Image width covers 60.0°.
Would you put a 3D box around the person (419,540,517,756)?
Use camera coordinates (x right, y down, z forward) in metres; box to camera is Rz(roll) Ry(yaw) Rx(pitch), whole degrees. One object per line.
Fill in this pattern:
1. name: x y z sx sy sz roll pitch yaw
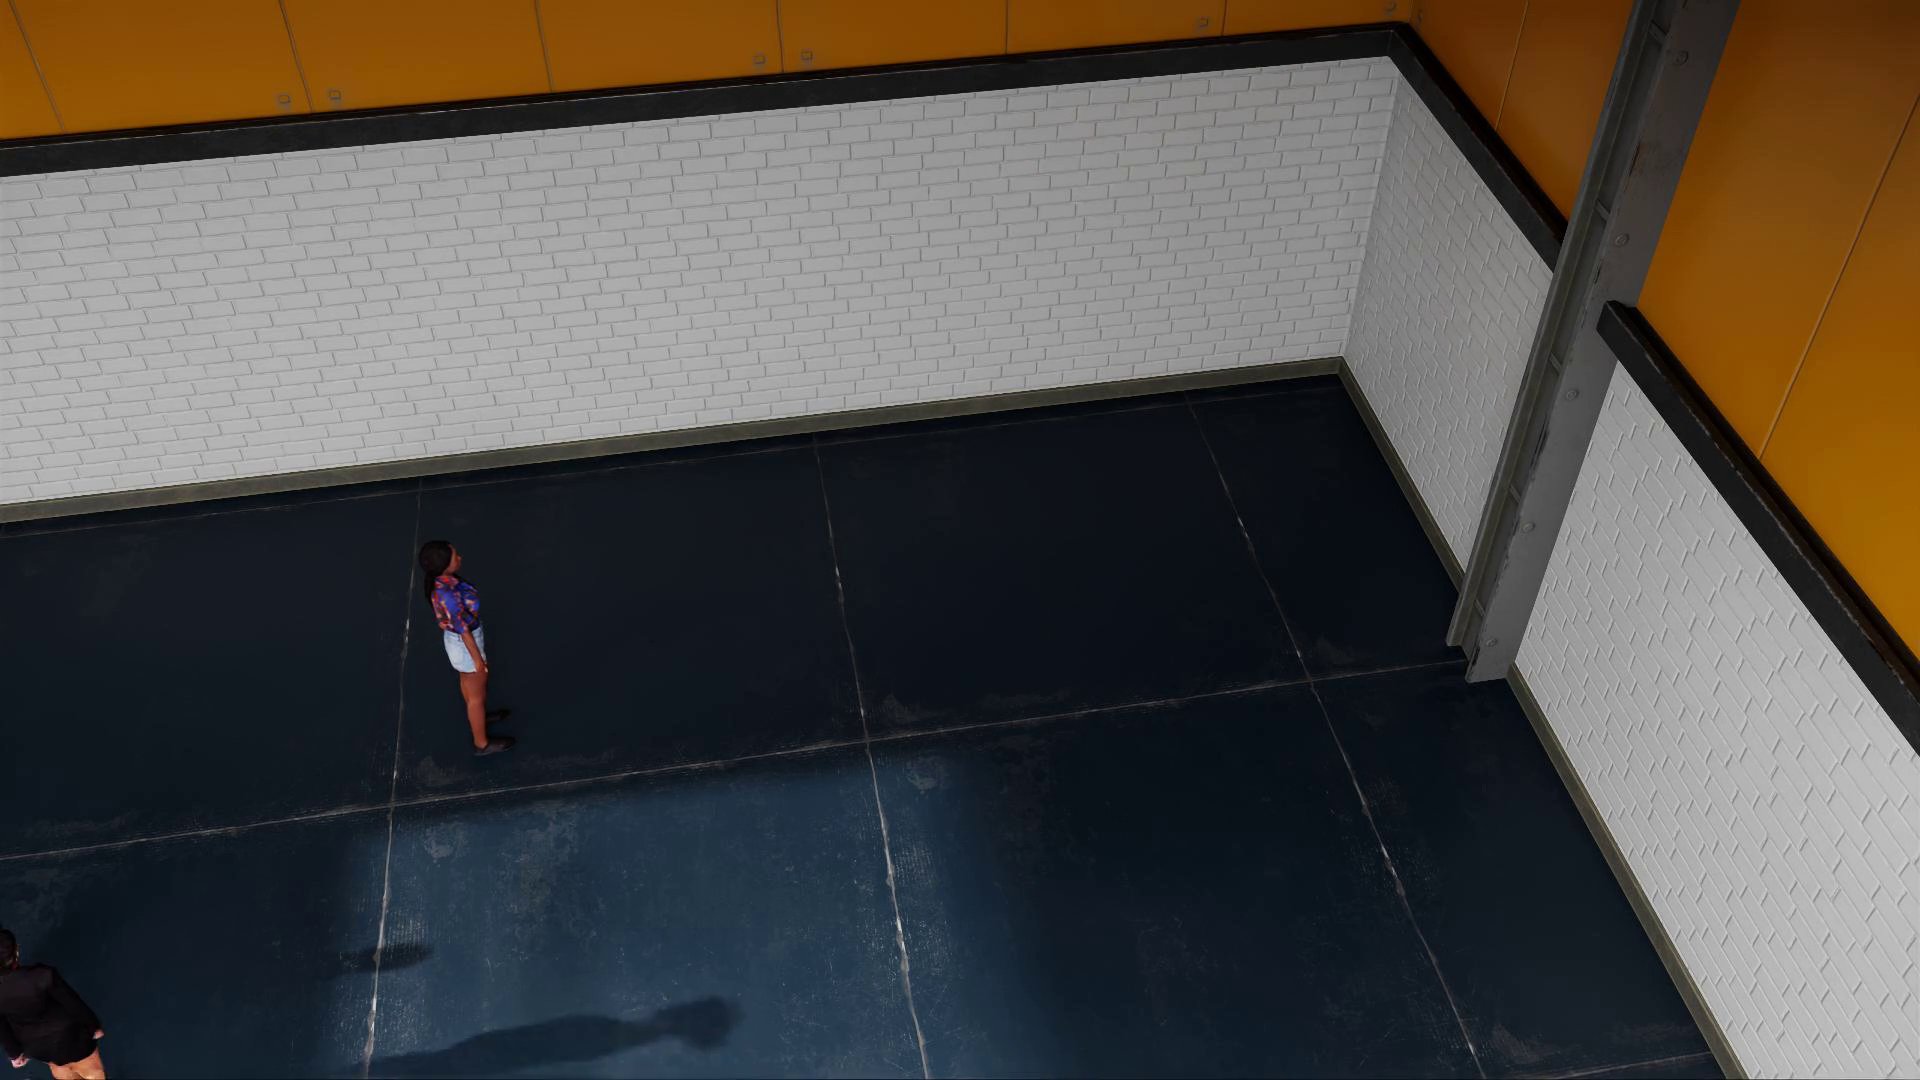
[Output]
1. person: -3.049 0.644 10.210 0.699 1.742 0.559 -20 47 -19

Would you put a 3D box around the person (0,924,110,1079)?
1. person: -4.520 2.556 8.298 0.647 1.612 0.920 -14 45 -14
